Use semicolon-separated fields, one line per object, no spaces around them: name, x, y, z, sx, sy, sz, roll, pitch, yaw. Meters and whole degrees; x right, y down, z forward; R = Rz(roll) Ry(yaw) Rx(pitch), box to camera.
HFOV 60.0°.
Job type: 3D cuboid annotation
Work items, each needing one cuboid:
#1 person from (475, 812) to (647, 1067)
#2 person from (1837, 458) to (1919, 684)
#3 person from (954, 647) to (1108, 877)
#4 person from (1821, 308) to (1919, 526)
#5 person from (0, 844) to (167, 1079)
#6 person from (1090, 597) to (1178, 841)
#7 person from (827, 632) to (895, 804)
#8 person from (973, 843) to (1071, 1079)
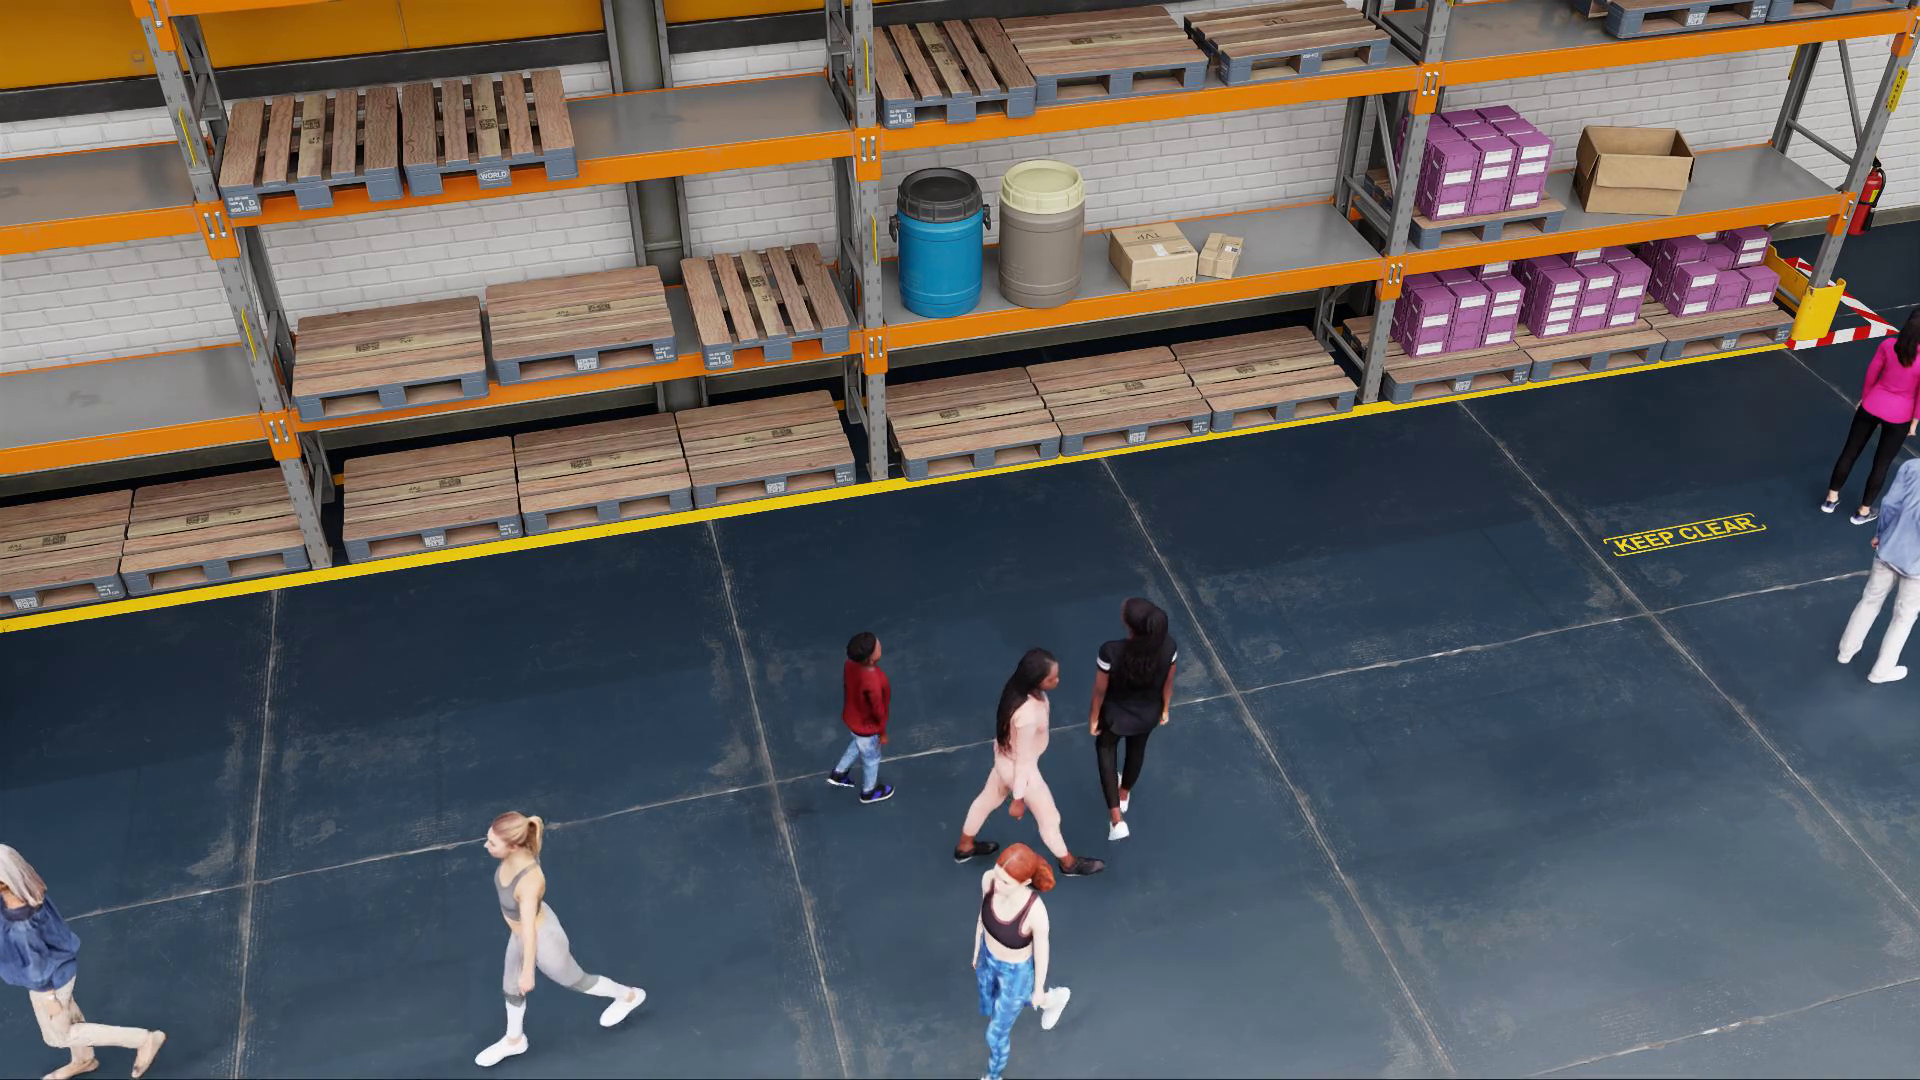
person;-1.965;1.933;8.125;1.167;1.662;0.759;-19;42;-22
person;5.874;0.079;10.265;0.673;1.888;0.718;-22;44;-25
person;0.258;1.249;8.976;1.173;1.669;0.891;-3;39;-4
person;6.468;-0.883;11.630;0.701;1.698;0.680;-30;47;-32
person;-4.299;2.040;7.979;0.902;1.687;0.716;-17;42;-20
person;0.958;1.019;9.229;0.905;1.712;0.777;-3;39;-4
person;-0.605;1.051;9.563;0.657;1.244;0.564;-17;42;-20
person;0.282;2.024;7.934;1.084;1.769;0.840;-28;46;-30
